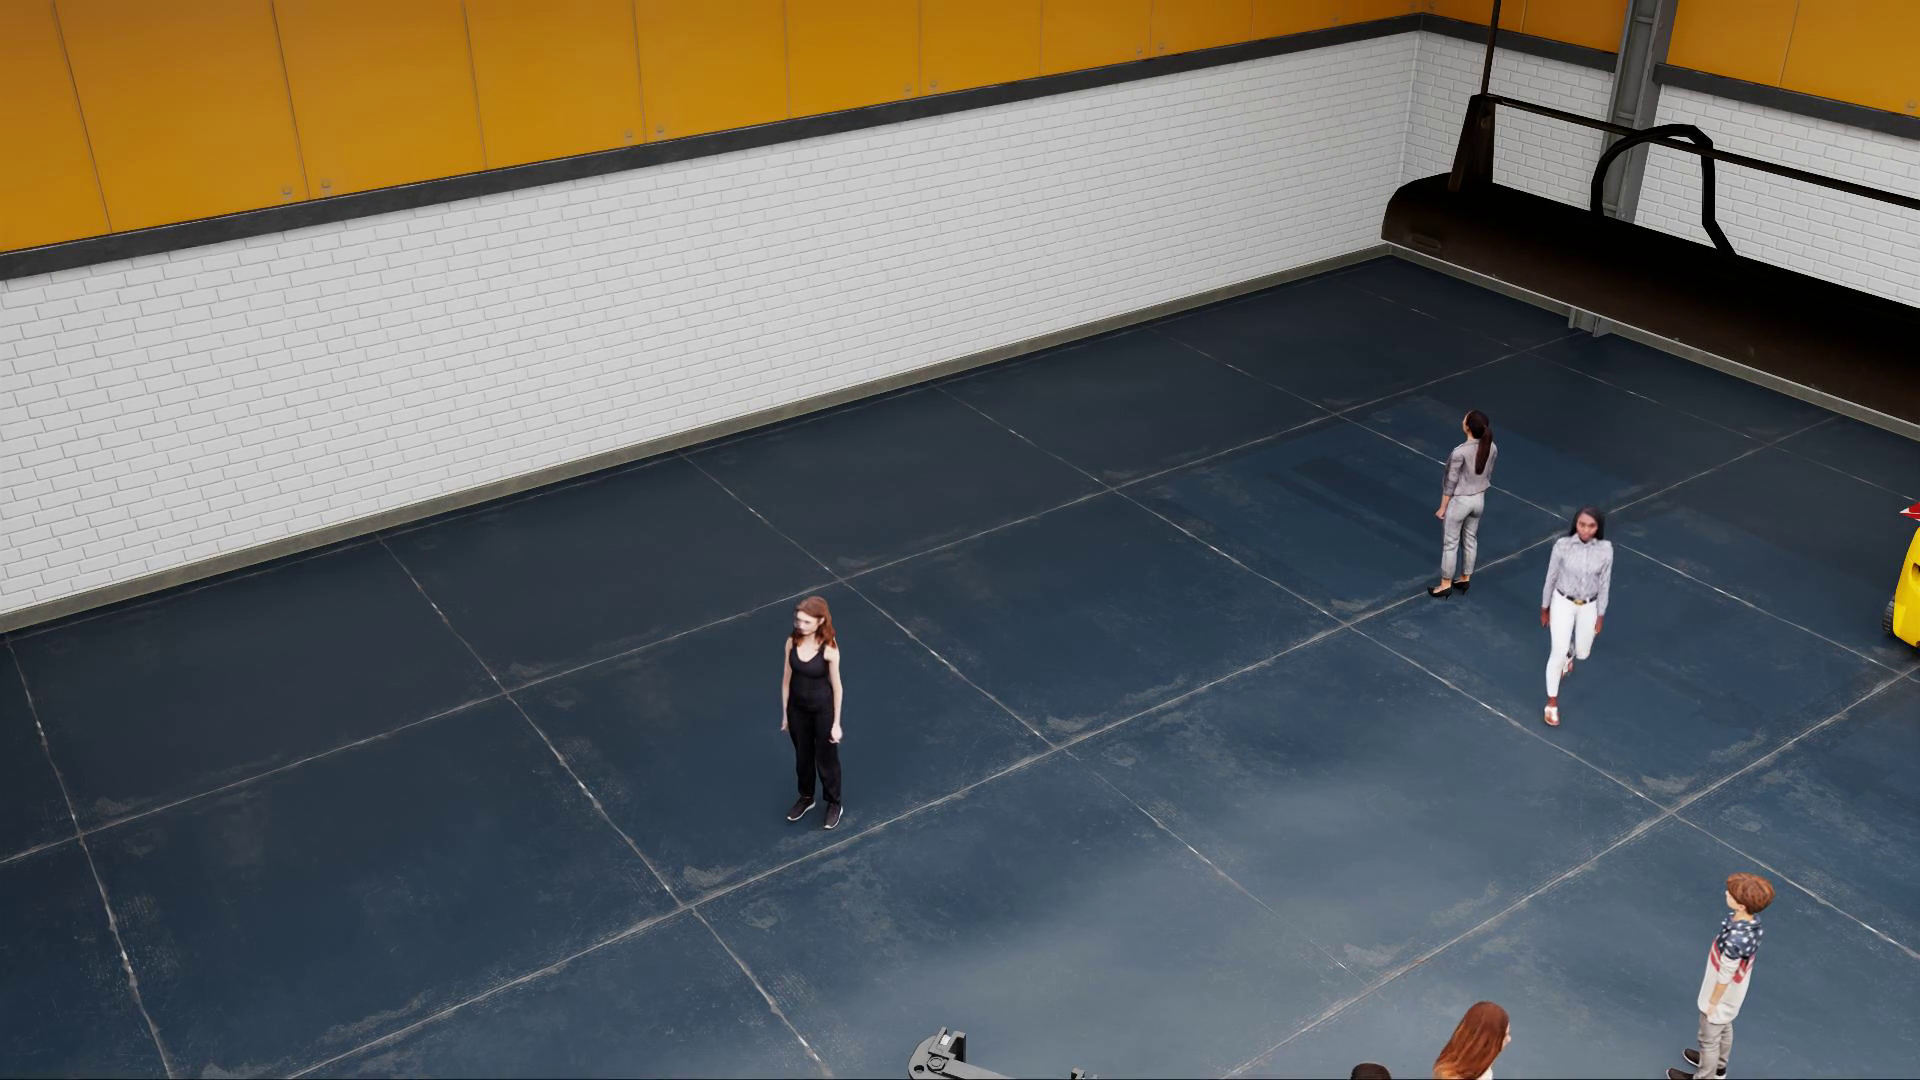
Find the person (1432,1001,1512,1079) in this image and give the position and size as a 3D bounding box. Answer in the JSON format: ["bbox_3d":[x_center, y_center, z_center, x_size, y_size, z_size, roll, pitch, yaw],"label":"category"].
[{"bbox_3d":[2.212,2.817,7.977,0.837,1.637,1.285,-25,37,-37],"label":"person"}]

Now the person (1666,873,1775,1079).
[{"bbox_3d":[4.136,2.392,8.964,0.553,1.438,0.555,21,35,34],"label":"person"}]

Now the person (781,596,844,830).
[{"bbox_3d":[-0.954,1.115,10.985,0.634,1.745,0.729,10,30,18],"label":"person"}]

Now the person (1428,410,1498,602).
[{"bbox_3d":[4.122,-0.283,13.617,0.657,1.678,0.631,-13,31,-23],"label":"person"}]

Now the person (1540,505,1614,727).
[{"bbox_3d":[4.497,0.485,12.180,0.998,1.705,1.019,8,30,14],"label":"person"}]
